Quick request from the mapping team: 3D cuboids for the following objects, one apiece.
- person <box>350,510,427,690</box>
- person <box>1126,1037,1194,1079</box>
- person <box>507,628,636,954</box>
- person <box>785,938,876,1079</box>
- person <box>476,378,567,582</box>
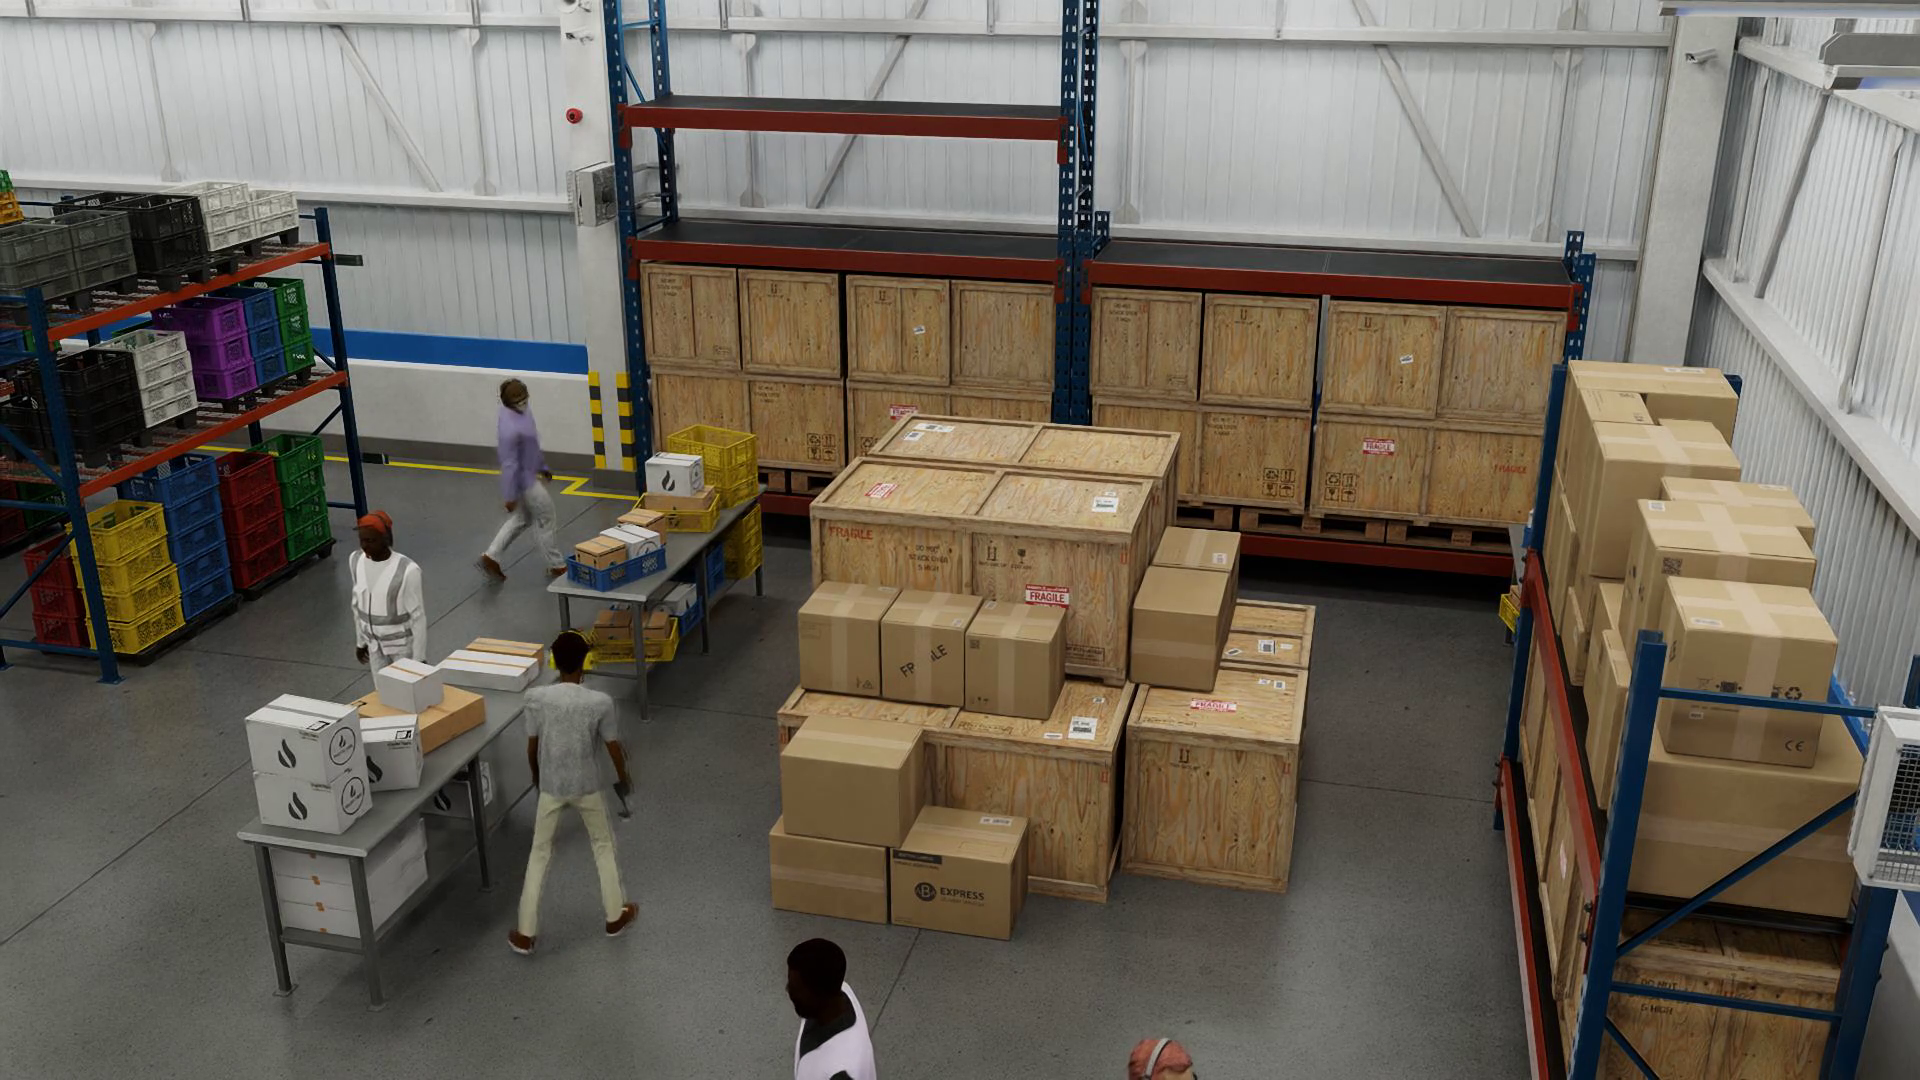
[{"bbox_3d":[-3.746,0.693,10.973,0.579,1.879,0.360,10,23,24],"label":"person"},{"bbox_3d":[0.665,2.589,5.976,0.399,1.900,0.650,15,25,34],"label":"person"},{"bbox_3d":[-2.182,1.407,9.151,0.768,1.842,0.533,-2,21,-5],"label":"person"},{"bbox_3d":[-0.466,2.378,6.499,0.370,1.915,0.596,-4,21,-12],"label":"person"},{"bbox_3d":[-3.709,-0.492,14.069,0.853,1.875,0.645,-5,21,-13],"label":"person"}]
